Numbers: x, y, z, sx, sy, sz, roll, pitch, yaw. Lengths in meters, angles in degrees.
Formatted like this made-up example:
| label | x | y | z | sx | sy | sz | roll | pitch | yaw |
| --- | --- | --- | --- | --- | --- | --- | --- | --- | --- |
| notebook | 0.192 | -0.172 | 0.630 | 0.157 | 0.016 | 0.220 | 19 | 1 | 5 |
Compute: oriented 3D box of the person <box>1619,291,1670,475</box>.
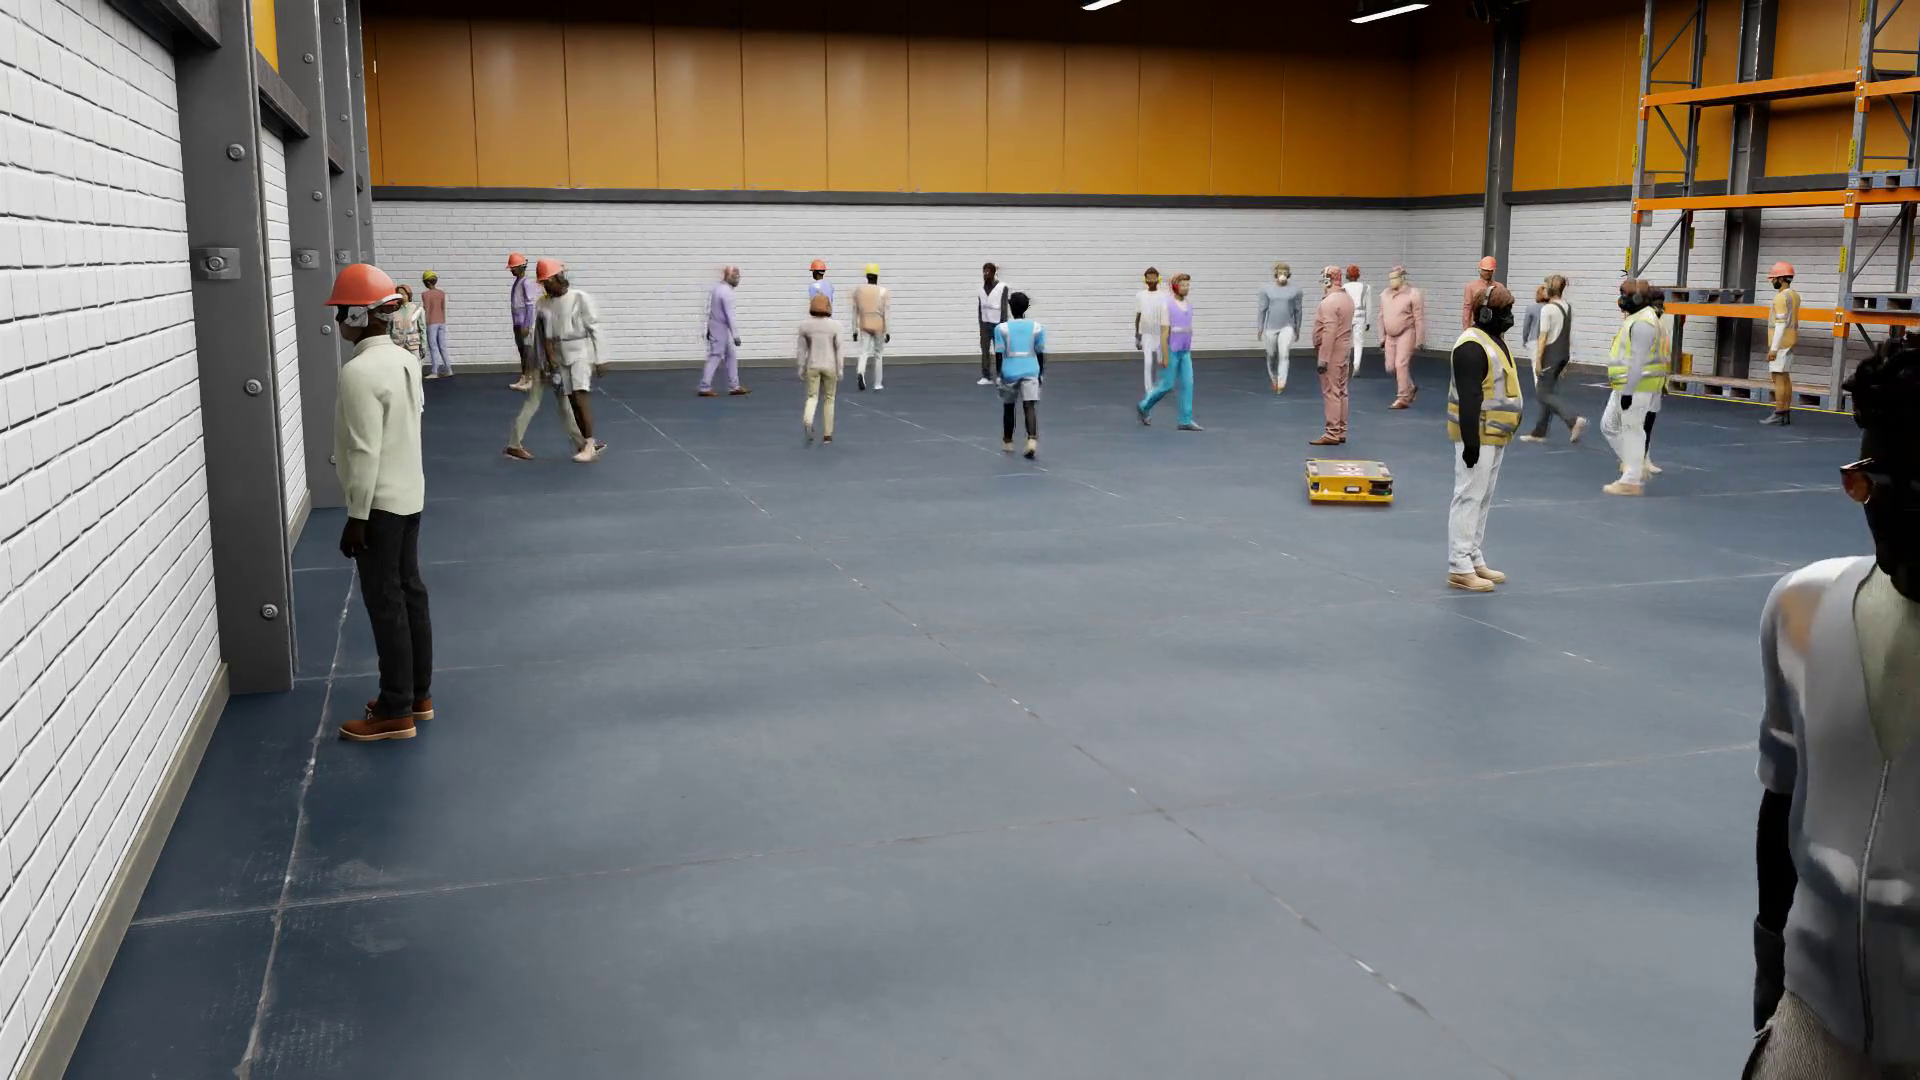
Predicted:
| label | x | y | z | sx | sy | sz | roll | pitch | yaw |
| --- | --- | --- | --- | --- | --- | --- | --- | --- | --- |
| person | 6.301 | -1.433 | 15.271 | 0.532 | 1.697 | 0.320 | -5 | 11 | -28 |

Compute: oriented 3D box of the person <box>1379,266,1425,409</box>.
| label | x | y | z | sx | sy | sz | roll | pitch | yaw |
| --- | --- | --- | --- | --- | --- | --- | --- | --- | --- |
| person | 5.847 | -2.659 | 21.856 | 0.622 | 1.876 | 0.669 | -6 | 12 | -32 |

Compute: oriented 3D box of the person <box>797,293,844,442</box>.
| label | x | y | z | sx | sy | sz | roll | pitch | yaw |
| --- | --- | --- | --- | --- | --- | --- | --- | --- | --- |
| person | -1.493 | -1.821 | 17.765 | 0.503 | 1.616 | 0.605 | 1 | 10 | 6 |

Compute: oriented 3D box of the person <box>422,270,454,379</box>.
| label | x | y | z | sx | sy | sz | roll | pitch | yaw |
| --- | --- | --- | --- | --- | --- | --- | --- | --- | --- |
| person | -8.528 | -3.474 | 26.989 | 0.491 | 1.773 | 0.541 | 4 | 10 | 20 |

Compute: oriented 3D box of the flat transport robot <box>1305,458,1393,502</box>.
| label | x | y | z | sx | sy | sz | roll | pitch | yaw |
| --- | --- | --- | --- | --- | --- | --- | --- | --- | --- |
| flat transport robot | 3.280 | -0.516 | 14.087 | 0.652 | 0.197 | 1.431 | 2 | 10 | 10 |

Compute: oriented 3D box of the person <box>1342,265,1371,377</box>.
| label | x | y | z | sx | sy | sz | roll | pitch | yaw |
| --- | --- | --- | --- | --- | --- | --- | --- | --- | --- |
| person | 6.488 | -3.609 | 27.463 | 0.575 | 1.845 | 0.954 | 2 | 10 | 11 |

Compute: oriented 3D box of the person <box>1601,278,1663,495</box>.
| label | x | y | z | sx | sy | sz | roll | pitch | yaw |
| --- | --- | --- | --- | --- | --- | --- | --- | --- | --- |
| person | 5.653 | -1.281 | 14.007 | 0.449 | 1.829 | 0.657 | 3 | 10 | 17 |

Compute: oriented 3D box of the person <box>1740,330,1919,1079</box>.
| label | x | y | z | sx | sy | sz | roll | pitch | yaw |
| --- | --- | --- | --- | --- | --- | --- | --- | --- | --- |
| person | 1.398 | 0.668 | 2.385 | 0.468 | 1.953 | 0.626 | -5 | 11 | -29 |

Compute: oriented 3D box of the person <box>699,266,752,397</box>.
| label | x | y | z | sx | sy | sz | roll | pitch | yaw |
| --- | --- | --- | --- | --- | --- | --- | --- | --- | --- |
| person | -3.330 | -2.952 | 23.648 | 0.871 | 1.843 | 0.659 | -3 | 10 | -16 |

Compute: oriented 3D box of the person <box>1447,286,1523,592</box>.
| label | x | y | z | sx | sy | sz | roll | pitch | yaw |
| --- | --- | --- | --- | --- | --- | --- | --- | --- | --- |
| person | 3.199 | -0.620 | 10.151 | 0.429 | 1.842 | 0.632 | 6 | 11 | 31 |

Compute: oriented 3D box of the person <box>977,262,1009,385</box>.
| label | x | y | z | sx | sy | sz | roll | pitch | yaw |
| --- | --- | --- | --- | --- | --- | --- | --- | --- | --- |
| person | 0.548 | -3.374 | 25.936 | 0.597 | 1.894 | 0.686 | 7 | 12 | 36 |

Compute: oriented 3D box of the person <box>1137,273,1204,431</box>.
| label | x | y | z | sx | sy | sz | roll | pitch | yaw |
| --- | --- | --- | --- | --- | --- | --- | --- | --- | --- |
| person | 2.448 | -2.173 | 19.215 | 0.793 | 1.821 | 0.575 | 9 | 13 | 42 |

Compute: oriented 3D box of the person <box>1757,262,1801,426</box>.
| label | x | y | z | sx | sy | sz | roll | pitch | yaw |
| --- | --- | --- | --- | --- | --- | --- | --- | --- | --- |
| person | 9.699 | -2.318 | 19.708 | 0.377 | 1.932 | 0.552 | 9 | 13 | 42 |

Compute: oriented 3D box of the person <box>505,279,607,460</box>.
| label | x | y | z | sx | sy | sz | roll | pitch | yaw |
| --- | --- | --- | --- | --- | --- | --- | --- | --- | --- |
| person | -4.021 | -1.671 | 16.361 | 1.028 | 1.803 | 0.536 | 0 | 10 | 1 |

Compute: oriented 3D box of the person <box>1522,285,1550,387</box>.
| label | x | y | z | sx | sy | sz | roll | pitch | yaw |
| --- | --- | --- | --- | --- | --- | --- | --- | --- | --- |
| person | 8.251 | -2.818 | 23.558 | 0.499 | 1.601 | 0.813 | 1 | 10 | 7 |

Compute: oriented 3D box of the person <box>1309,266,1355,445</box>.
| label | x | y | z | sx | sy | sz | roll | pitch | yaw |
| --- | --- | --- | --- | --- | --- | --- | --- | --- | --- |
| person | 3.949 | -1.956 | 17.727 | 0.399 | 1.899 | 0.643 | 6 | 12 | 32 |

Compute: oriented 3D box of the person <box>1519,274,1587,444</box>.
| label | x | y | z | sx | sy | sz | roll | pitch | yaw |
| --- | --- | --- | --- | --- | --- | --- | --- | --- | --- |
| person | 6.317 | -1.892 | 17.568 | 0.517 | 1.823 | 0.743 | -8 | 13 | -39 |

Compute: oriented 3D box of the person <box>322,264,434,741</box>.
| label | x | y | z | sx | sy | sz | roll | pitch | yaw |
| --- | --- | --- | --- | --- | --- | --- | --- | --- | --- |
| person | -2.450 | -0.157 | 7.023 | 0.381 | 1.994 | 0.615 | 0 | 10 | 1 |

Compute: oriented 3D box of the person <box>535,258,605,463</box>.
| label | x | y | z | sx | sy | sz | roll | pitch | yaw |
| --- | --- | --- | --- | --- | --- | --- | --- | --- | --- |
| person | -3.805 | -1.737 | 16.176 | 0.702 | 1.987 | 0.644 | 4 | 10 | 20 |

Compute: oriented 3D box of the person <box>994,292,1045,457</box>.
| label | x | y | z | sx | sy | sz | roll | pitch | yaw |
| --- | --- | --- | --- | --- | --- | --- | --- | --- | --- |
| person | 0.606 | -1.659 | 16.727 | 0.535 | 1.664 | 0.883 | -1 | 10 | -8 |

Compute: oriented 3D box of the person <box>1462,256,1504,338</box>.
| label | x | y | z | sx | sy | sz | roll | pitch | yaw |
| --- | --- | --- | --- | --- | --- | --- | --- | --- | --- |
| person | 7.399 | -3.000 | 23.495 | 0.612 | 1.991 | 0.392 | -2 | 10 | -10 |

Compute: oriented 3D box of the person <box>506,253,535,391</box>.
| label | x | y | z | sx | sy | sz | roll | pitch | yaw |
| --- | --- | --- | --- | --- | --- | --- | --- | --- | --- |
| person | -6.536 | -3.243 | 24.766 | 0.380 | 2.039 | 0.607 | -6 | 12 | -32 |

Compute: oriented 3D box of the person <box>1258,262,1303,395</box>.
| label | x | y | z | sx | sy | sz | roll | pitch | yaw |
| --- | --- | --- | --- | --- | --- | --- | --- | --- | --- |
| person | 4.666 | -3.088 | 24.248 | 0.635 | 1.914 | 0.899 | 2 | 10 | 13 |

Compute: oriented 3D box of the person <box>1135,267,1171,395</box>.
| label | x | y | z | sx | sy | sz | roll | pitch | yaw |
| --- | --- | --- | --- | --- | --- | --- | --- | --- | --- |
| person | 2.669 | -2.819 | 22.843 | 0.548 | 1.855 | 0.567 | 2 | 10 | 10 |

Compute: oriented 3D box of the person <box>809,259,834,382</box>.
| label | x | y | z | sx | sy | sz | roll | pitch | yaw |
| --- | --- | --- | --- | --- | --- | --- | --- | --- | --- |
| person | -2.240 | -3.478 | 26.418 | 0.357 | 1.936 | 0.551 | 6 | 12 | 33 |

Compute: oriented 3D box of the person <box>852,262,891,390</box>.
| label | x | y | z | sx | sy | sz | roll | pitch | yaw |
| --- | --- | --- | --- | --- | --- | --- | --- | --- | --- |
| person | -1.325 | -3.149 | 24.621 | 0.590 | 1.905 | 0.781 | 2 | 10 | 11 |

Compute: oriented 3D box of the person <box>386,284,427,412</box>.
| label | x | y | z | sx | sy | sz | roll | pitch | yaw |
| --- | --- | --- | --- | --- | --- | --- | --- | --- | --- |
| person | -7.087 | -2.444 | 21.293 | 0.514 | 1.641 | 0.309 | -1 | 10 | -8 |
